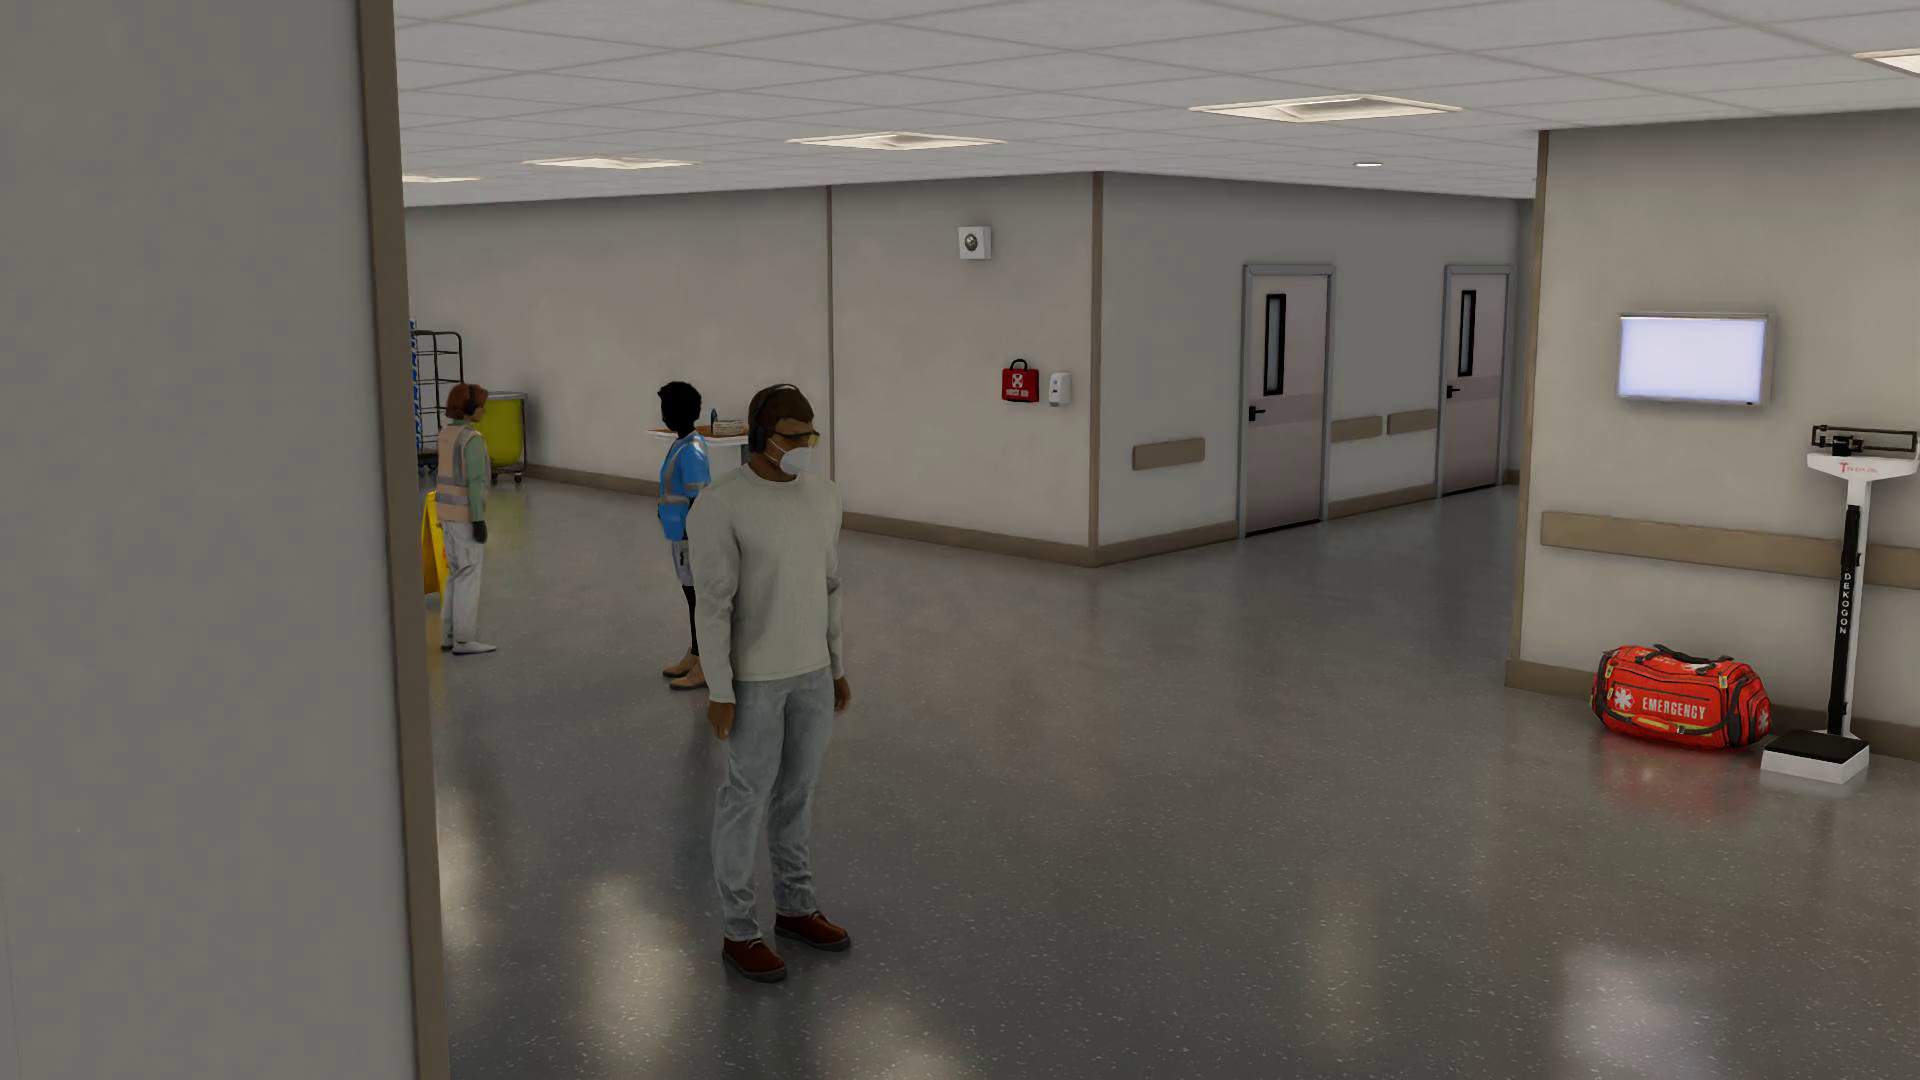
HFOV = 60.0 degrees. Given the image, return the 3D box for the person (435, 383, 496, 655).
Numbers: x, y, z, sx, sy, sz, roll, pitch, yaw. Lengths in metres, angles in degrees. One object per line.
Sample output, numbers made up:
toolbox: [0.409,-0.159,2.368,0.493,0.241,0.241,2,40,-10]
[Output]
person: [-2.968,-0.126,9.954,0.321,1.629,0.533,-7,12,-38]

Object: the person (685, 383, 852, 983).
person: [-0.599,0.450,5.476,0.373,1.936,0.629,8,12,39]

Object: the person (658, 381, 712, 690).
person: [-1.494,-0.027,9.144,0.319,1.693,0.532,-2,10,-14]
